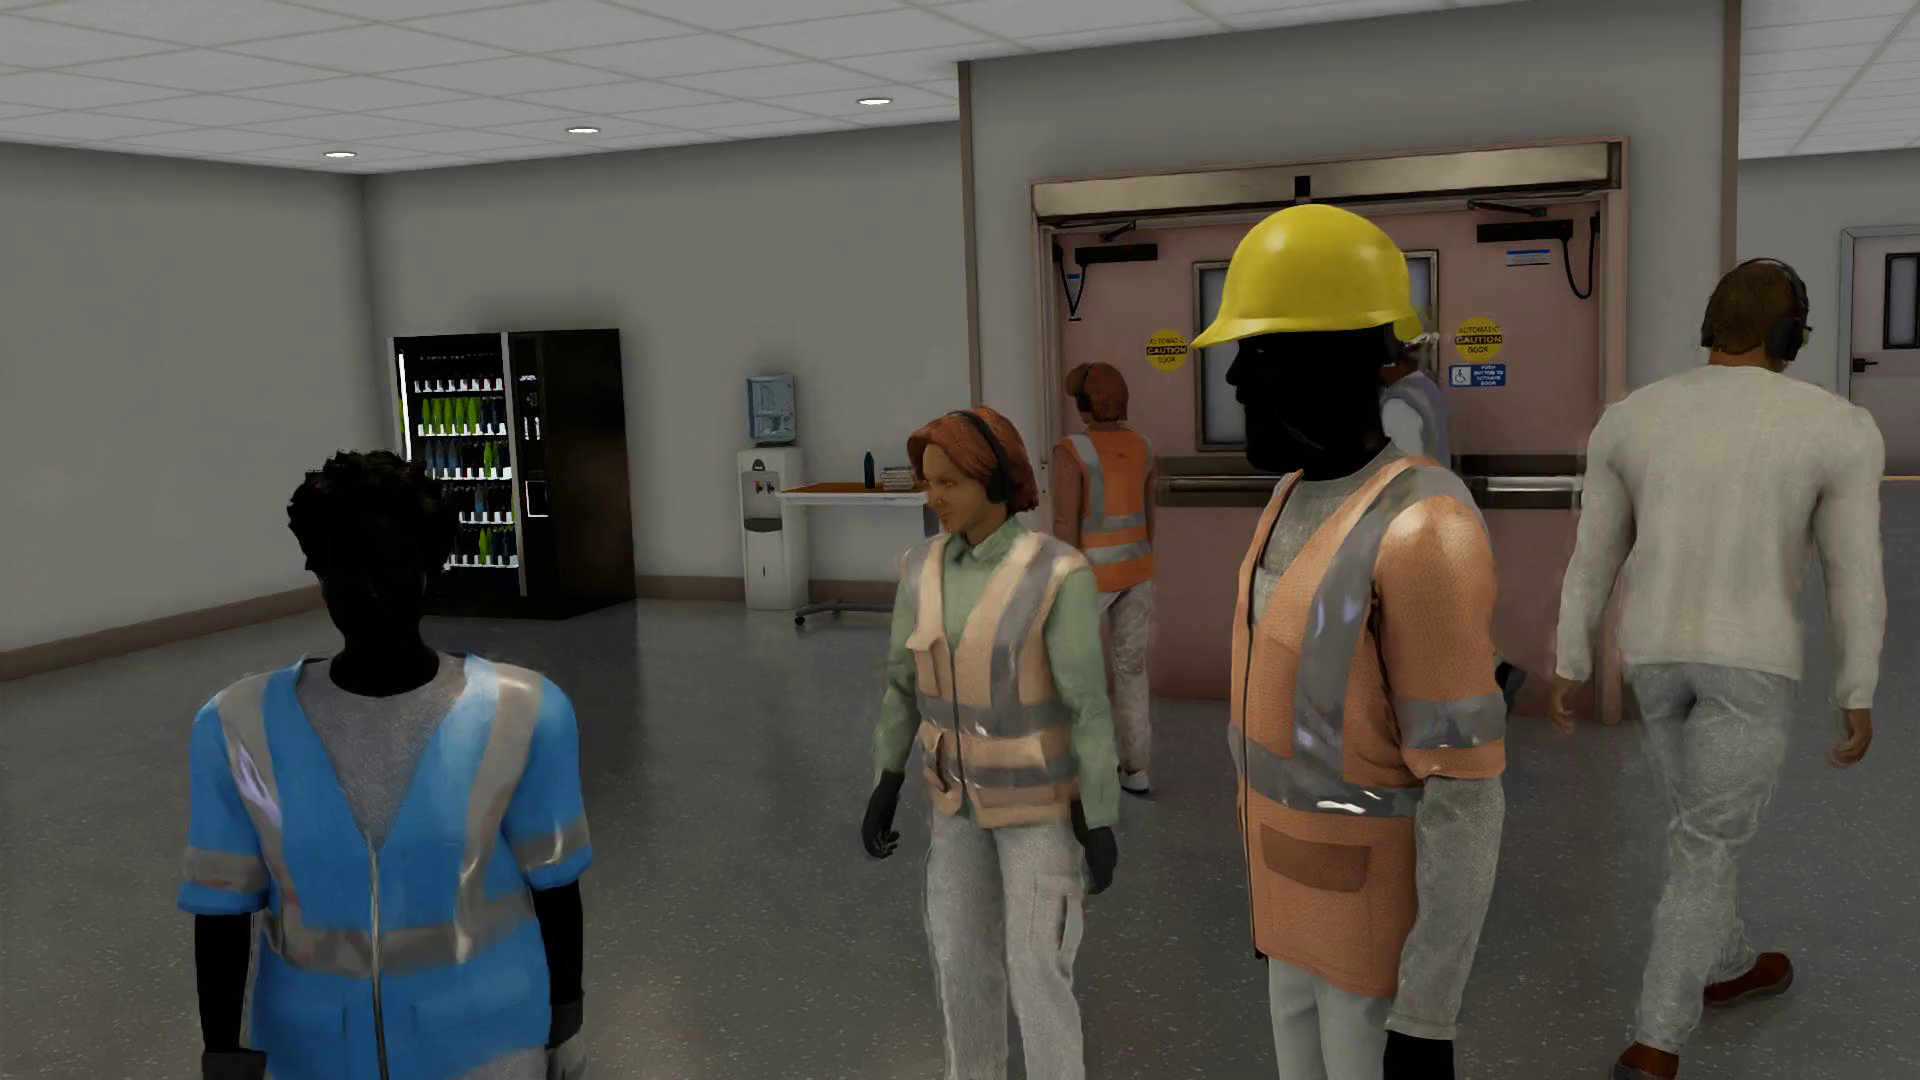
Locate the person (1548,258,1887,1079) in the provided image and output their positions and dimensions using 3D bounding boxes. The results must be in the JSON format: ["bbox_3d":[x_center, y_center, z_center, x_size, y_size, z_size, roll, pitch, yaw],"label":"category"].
[{"bbox_3d":[1.717,0.300,3.826,1.004,1.882,0.685,-9,10,-44],"label":"person"}]

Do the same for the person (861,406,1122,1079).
[{"bbox_3d":[0.072,0.549,3.312,0.380,1.625,0.554,-9,10,-43],"label":"person"}]

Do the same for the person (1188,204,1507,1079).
[{"bbox_3d":[0.521,0.514,2.294,0.372,1.925,0.595,-3,7,-8],"label":"person"}]

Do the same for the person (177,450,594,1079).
[{"bbox_3d":[-0.771,0.700,2.312,0.531,1.652,0.887,-3,7,-7],"label":"person"}]

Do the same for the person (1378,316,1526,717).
[{"bbox_3d":[1.885,-0.062,6.777,0.720,1.811,0.598,1,8,24],"label":"person"}]

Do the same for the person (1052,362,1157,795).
[{"bbox_3d":[0.530,0.152,6.223,0.548,1.622,0.404,-8,9,-38],"label":"person"}]
